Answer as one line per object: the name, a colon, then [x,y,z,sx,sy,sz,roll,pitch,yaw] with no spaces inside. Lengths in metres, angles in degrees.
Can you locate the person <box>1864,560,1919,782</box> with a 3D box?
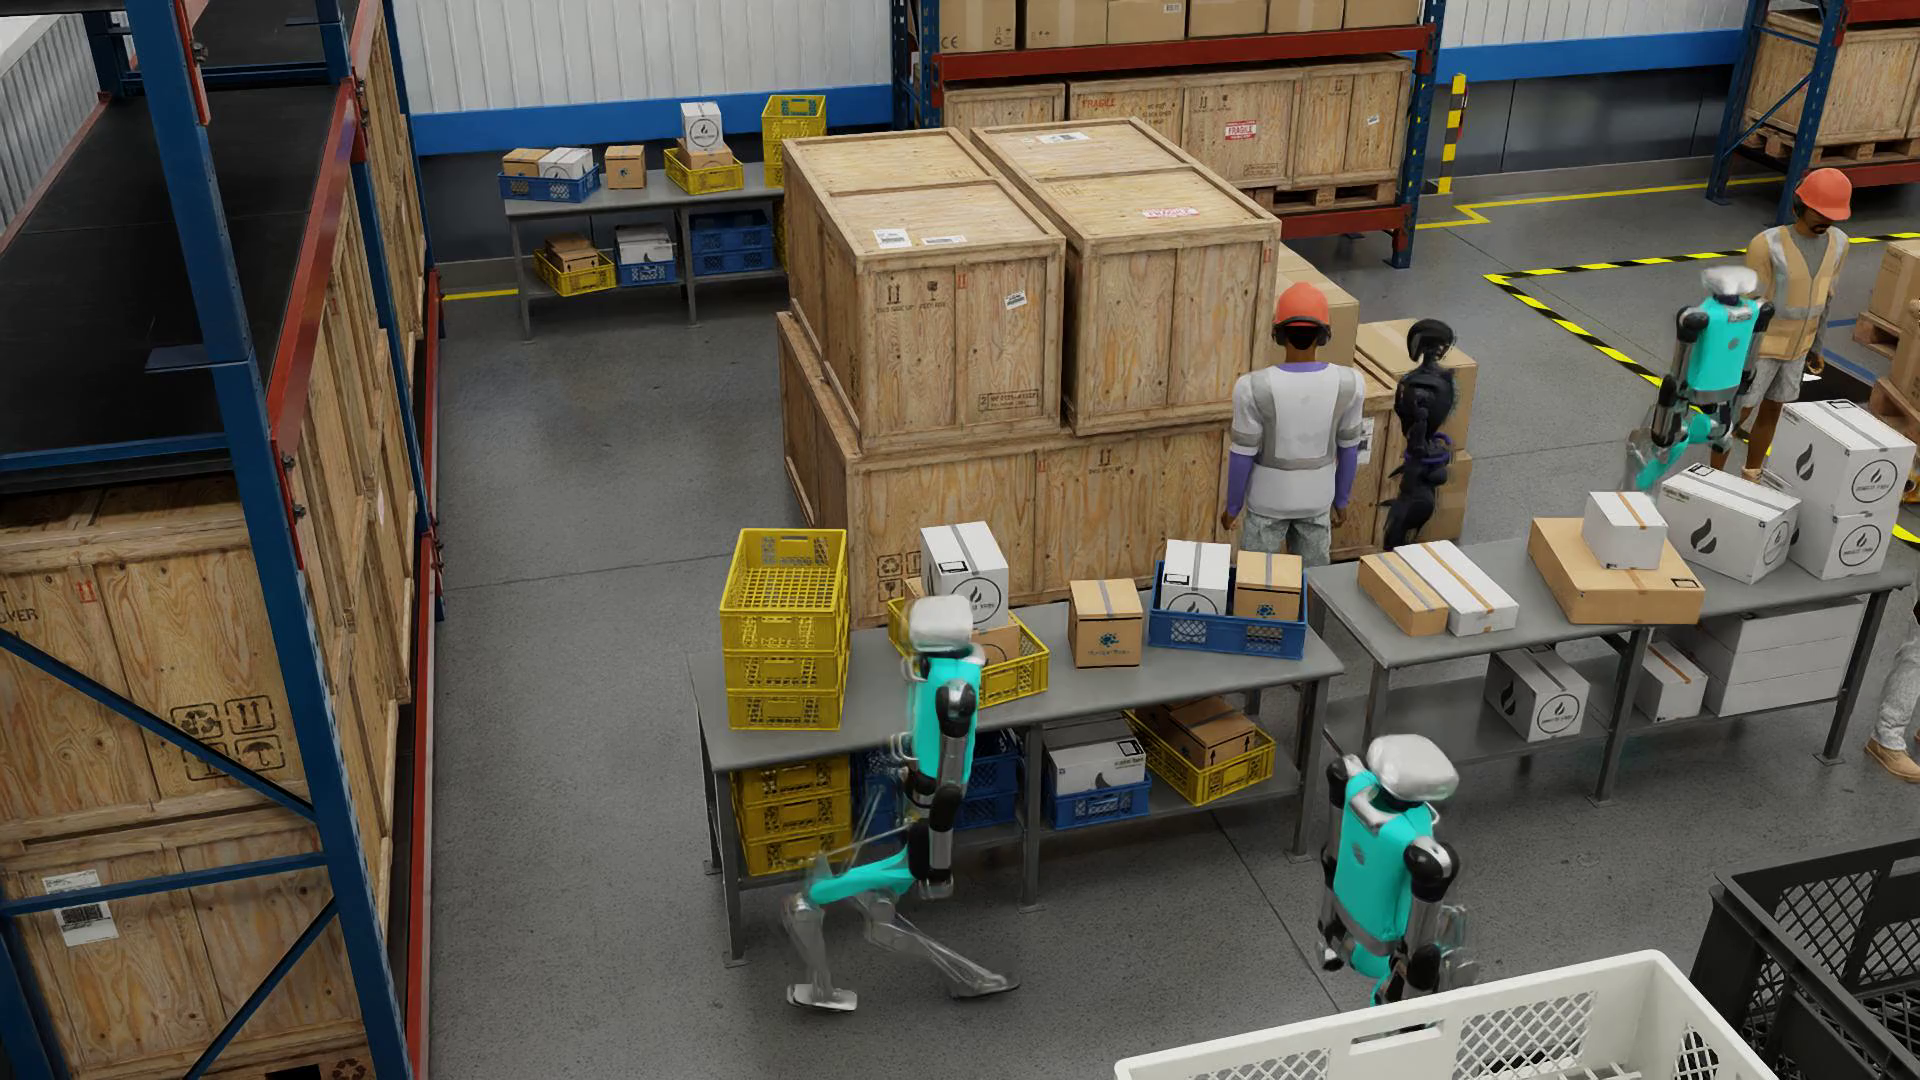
person: [4.353,0.198,7.138,0.622,1.837,0.429,-10,30,-18]

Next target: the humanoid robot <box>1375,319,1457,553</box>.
humanoid robot: [2.298,-0.309,8.252,0.595,1.642,0.601,10,30,18]

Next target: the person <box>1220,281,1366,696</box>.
person: [1.501,-0.202,7.657,0.605,2.033,0.388,-2,29,-4]

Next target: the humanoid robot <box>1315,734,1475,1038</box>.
humanoid robot: [1.436,1.306,5.233,1.033,1.730,0.563,-11,31,-20]

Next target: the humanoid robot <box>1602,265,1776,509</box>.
humanoid robot: [3.771,-0.705,8.927,0.533,1.781,1.019,-9,30,-15]

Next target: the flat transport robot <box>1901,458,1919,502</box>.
flat transport robot: [5.951,-0.426,9.861,1.431,0.197,0.652,2,29,4]

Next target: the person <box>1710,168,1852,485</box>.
person: [4.557,-1.071,9.234,0.604,2.034,0.385,-7,30,-13]

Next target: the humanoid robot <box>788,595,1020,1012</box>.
humanoid robot: [-0.309,1.010,5.812,1.036,1.768,0.542,-3,29,-5]
